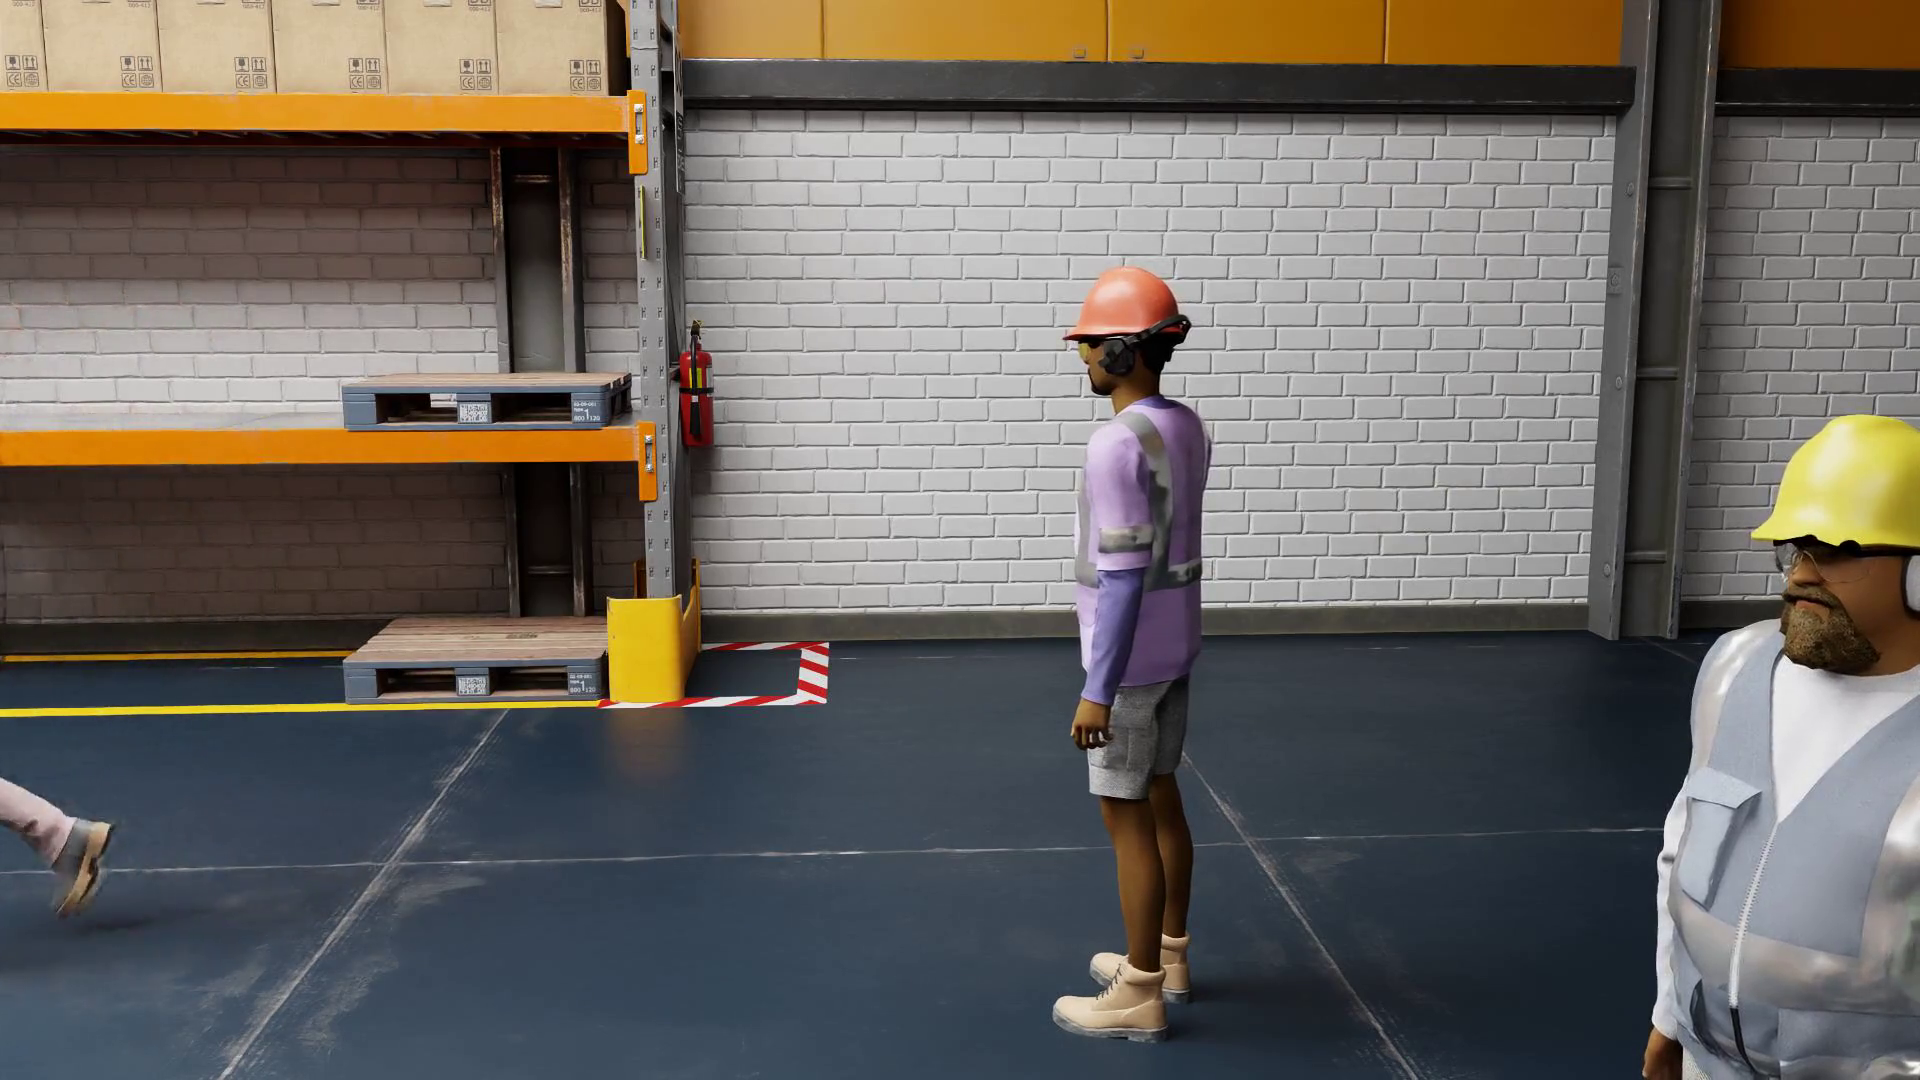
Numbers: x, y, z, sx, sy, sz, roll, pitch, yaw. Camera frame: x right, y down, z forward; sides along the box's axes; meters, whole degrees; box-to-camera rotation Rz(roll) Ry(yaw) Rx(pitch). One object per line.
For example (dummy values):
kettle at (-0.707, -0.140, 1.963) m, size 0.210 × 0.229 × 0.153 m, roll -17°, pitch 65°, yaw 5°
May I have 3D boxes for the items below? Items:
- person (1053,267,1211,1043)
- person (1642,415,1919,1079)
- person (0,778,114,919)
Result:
person at (0.441, 0.305, 4.433) m, size 0.384 × 2.041 × 0.615 m, roll 4°, pitch 10°, yaw 25°
person at (1.226, 0.738, 2.373) m, size 0.403 × 1.835 × 0.588 m, roll -5°, pitch 10°, yaw -28°
person at (-2.928, 0.292, 4.752) m, size 0.726 × 1.976 × 0.624 m, roll -5°, pitch 10°, yaw -30°
